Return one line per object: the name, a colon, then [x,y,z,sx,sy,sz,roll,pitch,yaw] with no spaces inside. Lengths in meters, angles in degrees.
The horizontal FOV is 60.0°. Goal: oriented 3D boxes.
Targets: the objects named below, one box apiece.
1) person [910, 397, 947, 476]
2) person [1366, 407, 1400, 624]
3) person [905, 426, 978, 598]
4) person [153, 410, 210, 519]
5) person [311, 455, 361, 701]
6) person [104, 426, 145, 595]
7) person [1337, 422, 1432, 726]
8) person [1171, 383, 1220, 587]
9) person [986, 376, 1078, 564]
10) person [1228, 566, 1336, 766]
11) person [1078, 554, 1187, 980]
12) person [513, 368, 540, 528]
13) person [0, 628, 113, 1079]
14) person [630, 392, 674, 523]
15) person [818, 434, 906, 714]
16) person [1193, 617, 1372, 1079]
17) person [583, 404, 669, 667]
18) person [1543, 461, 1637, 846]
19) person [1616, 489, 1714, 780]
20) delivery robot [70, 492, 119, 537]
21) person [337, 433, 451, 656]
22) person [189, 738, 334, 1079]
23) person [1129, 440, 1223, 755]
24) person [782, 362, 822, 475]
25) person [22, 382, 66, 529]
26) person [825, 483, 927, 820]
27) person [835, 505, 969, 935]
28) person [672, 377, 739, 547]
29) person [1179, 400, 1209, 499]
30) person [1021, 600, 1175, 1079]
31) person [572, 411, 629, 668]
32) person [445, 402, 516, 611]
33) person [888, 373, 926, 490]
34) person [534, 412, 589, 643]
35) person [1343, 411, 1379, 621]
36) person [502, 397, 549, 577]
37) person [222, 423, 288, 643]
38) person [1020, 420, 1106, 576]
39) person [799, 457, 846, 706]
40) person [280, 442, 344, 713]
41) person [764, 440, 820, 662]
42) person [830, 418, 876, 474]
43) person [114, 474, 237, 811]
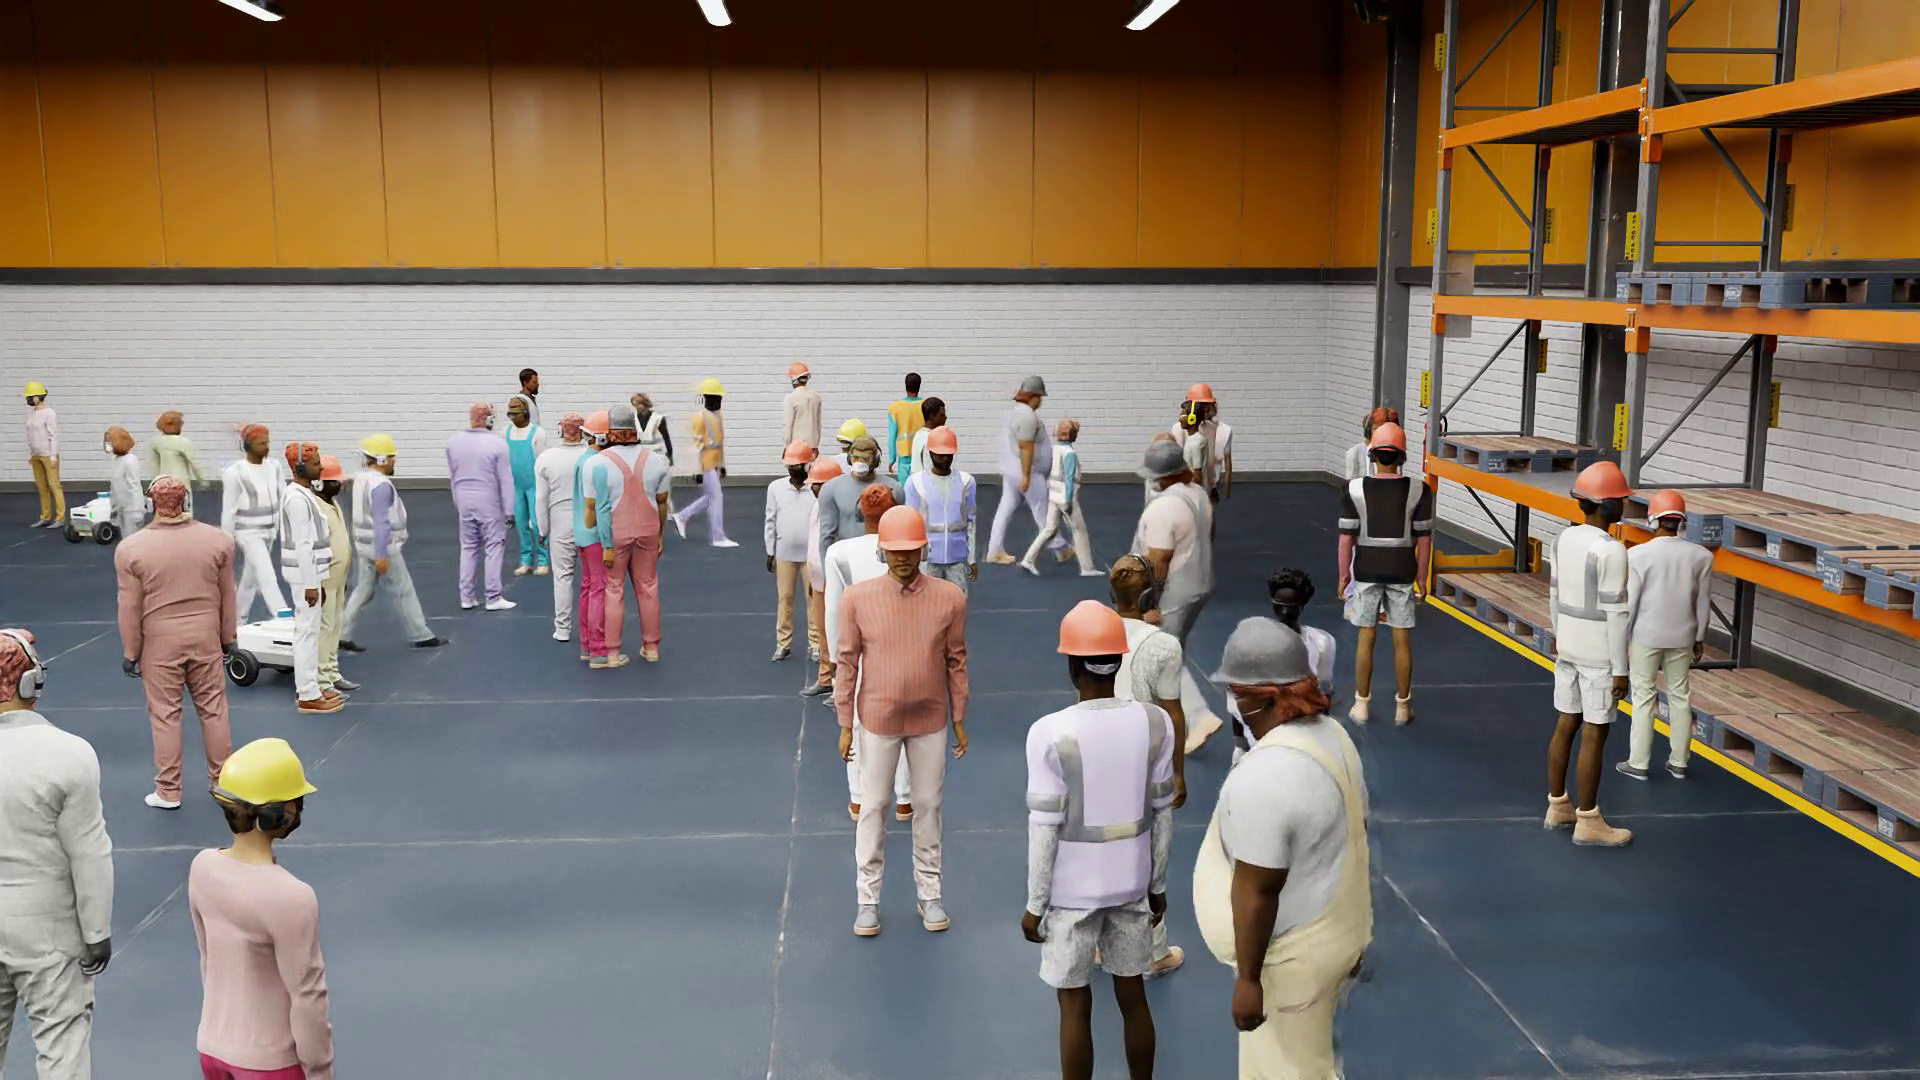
person: [-0.299,-0.369,15.404,0.386,1.912,0.592,-1,9,-7]
person: [3.662,-0.214,14.490,0.346,1.883,0.584,0,9,0]
person: [-0.132,0.124,12.210,0.553,1.933,0.370,-2,9,-13]
person: [-8.286,-0.589,17.705,0.531,1.613,0.427,4,10,22]
person: [-4.504,0.263,11.902,0.337,1.749,0.574,-1,9,-4]
person: [-7.800,-0.259,15.583,0.560,1.622,0.297,9,12,43]
person: [2.848,0.232,11.192,0.605,2.045,0.388,2,9,13]
person: [2.275,-0.512,16.013,0.611,1.996,0.378,-8,12,-43]
person: [0.754,-0.758,17.420,1.051,2.000,0.695,-2,9,-14]
person: [1.492,0.953,7.742,0.535,1.699,0.322,-2,9,-12]
person: [0.742,0.970,7.178,0.508,1.846,0.345,6,11,31]
person: [-5.199,-1.101,19.956,0.383,1.918,0.591,-1,9,-6]
person: [-3.052,1.227,5.415,0.634,1.899,0.404,0,9,-1]
person: [-3.787,-0.997,20.246,0.538,1.610,0.427,2,9,10]
person: [-0.669,0.230,11.532,0.627,1.940,0.376,-3,10,-18]
person: [1.109,1.201,5.117,0.872,2.000,0.692,5,10,27]
person: [-2.629,-0.043,12.931,0.683,2.000,0.537,-6,11,-34]
person: [3.376,0.600,8.871,0.369,2.048,0.607,-2,9,-13]
person: [4.207,0.565,10.009,0.573,1.749,0.342,-1,9,-4]
delivery robot: [-9.719,-0.297,18.883,0.477,0.478,0.707,3,10,18]
person: [-4.617,0.040,13.235,0.912,1.787,0.608,-7,11,-36]
person: [-1.926,1.417,4.654,0.518,1.757,0.339,6,11,32]
person: [1.454,0.312,10.699,0.788,2.000,0.770,7,11,37]
person: [-1.917,-1.151,20.075,0.399,1.987,0.608,7,11,37]
person: [-10.971,-1.008,19.873,0.528,1.762,0.337,5,10,28]
person: [-0.457,0.626,9.223,0.574,1.882,0.358,1,9,4]
person: [-0.260,0.824,7.629,0.622,1.992,0.395,-2,9,-10]
person: [-2.858,-0.862,18.496,0.738,1.903,0.605,2,9,11]
person: [2.157,-0.369,15.503,0.327,1.874,0.520,2,9,10]
person: [0.454,1.163,5.686,0.552,1.932,0.377,-4,10,-23]
person: [-2.788,-0.009,12.888,0.407,1.987,0.615,-5,10,-26]
person: [-4.296,-0.302,15.028,0.652,1.894,0.401,2,9,14]
person: [-0.528,-0.946,18.981,0.589,1.920,0.398,-1,9,-7]
person: [-3.169,-0.106,13.743,0.651,1.907,0.409,-3,9,-16]
person: [3.581,-0.205,14.555,0.504,1.846,0.344,-6,11,-33]
person: [-4.364,-0.533,16.698,0.516,1.827,0.386,3,10,20]
person: [-5.616,-0.026,13.465,1.001,1.827,0.585,2,9,14]
person: [1.003,-0.412,16.654,0.850,1.597,0.514,-2,9,-14]
person: [-0.928,0.285,11.771,0.323,1.749,0.571,-6,11,-34]
person: [-4.519,0.256,11.538,0.345,1.882,0.584,-4,10,-23]
person: [-1.256,0.089,13.001,0.560,1.750,0.325,1,9,5]
person: [-0.884,-0.102,13.948,0.588,1.833,0.404,7,11,37]
person: [-4.449,0.576,9.462,0.643,1.909,0.410,-9,13,-44]
